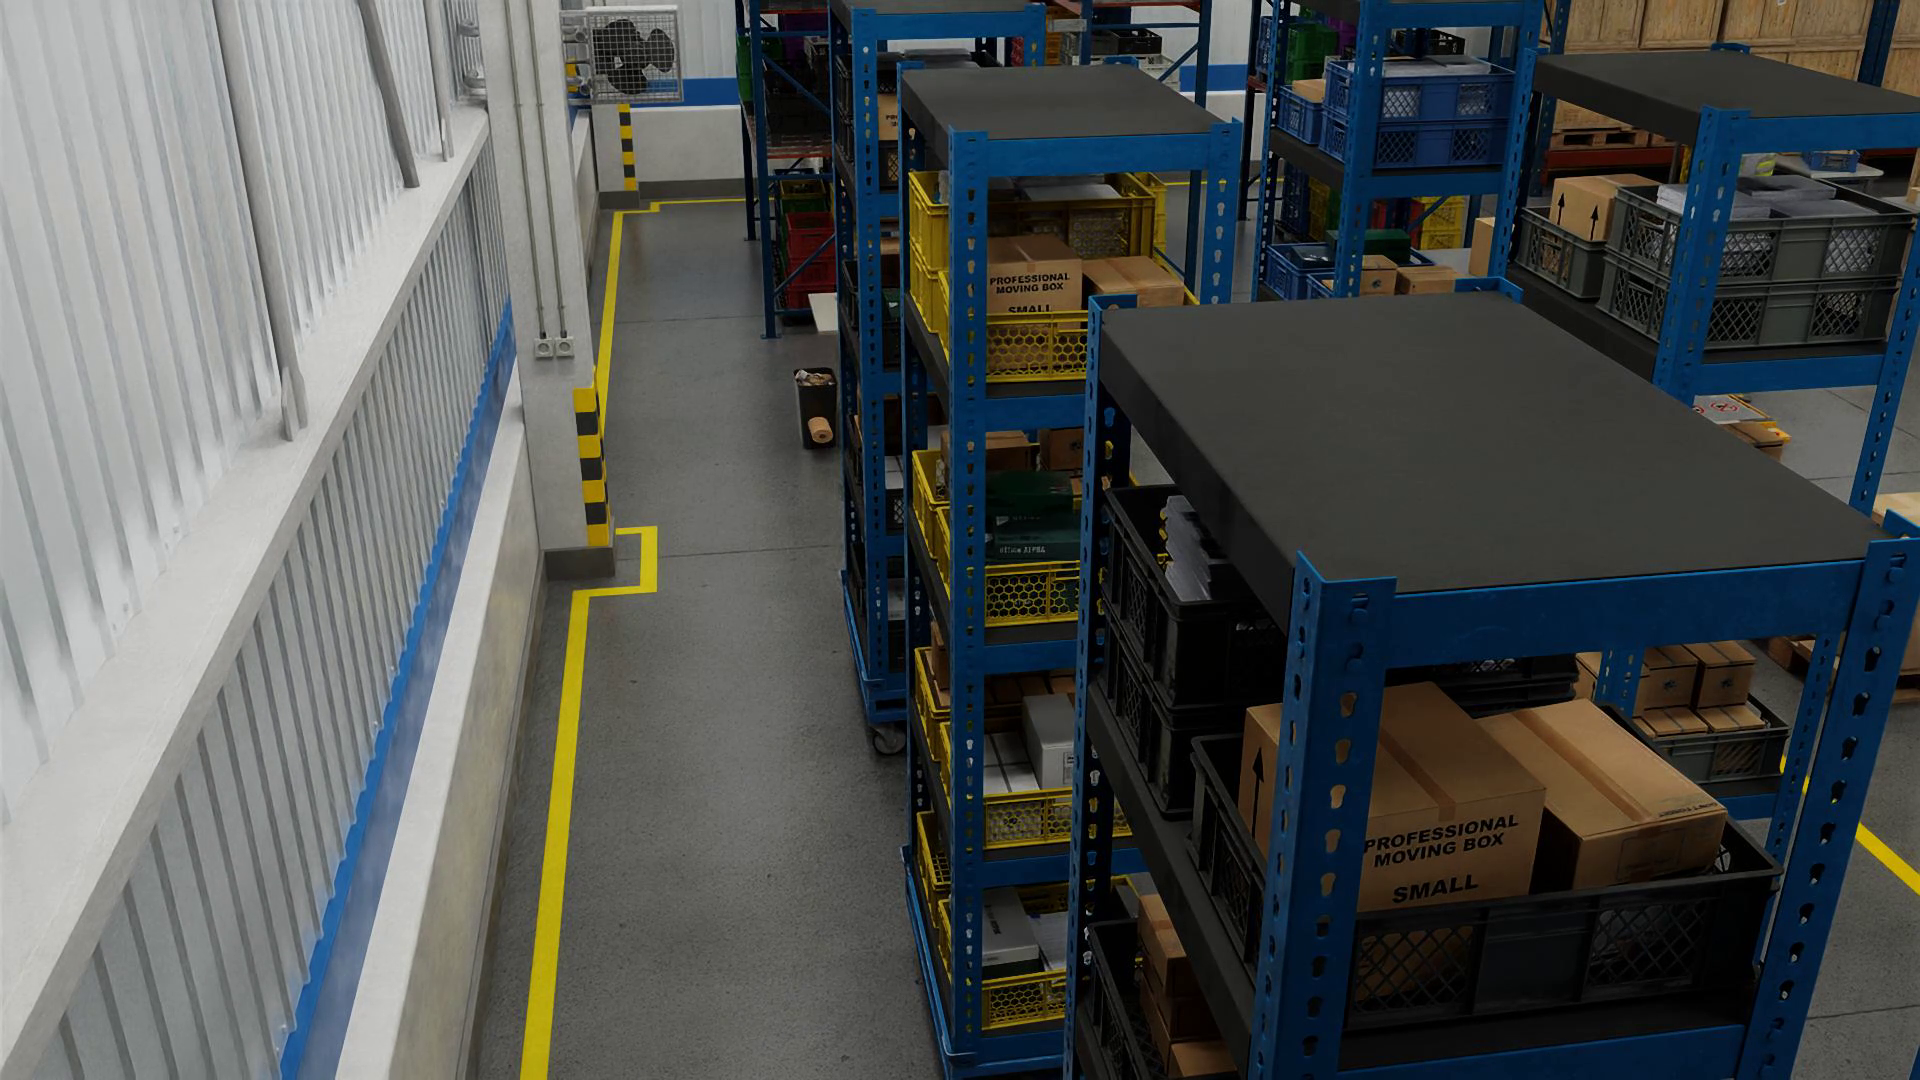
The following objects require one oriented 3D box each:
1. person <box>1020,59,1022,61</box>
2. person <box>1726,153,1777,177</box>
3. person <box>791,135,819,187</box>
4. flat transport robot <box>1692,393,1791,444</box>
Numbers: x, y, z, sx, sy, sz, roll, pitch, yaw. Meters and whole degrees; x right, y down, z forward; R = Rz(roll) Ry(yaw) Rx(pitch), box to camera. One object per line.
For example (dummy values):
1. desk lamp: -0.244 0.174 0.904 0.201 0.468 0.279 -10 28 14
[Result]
1. person: 0.704 -4.423 17.900 0.366 1.939 0.635 -7 26 -15
2. person: 7.515 -3.446 15.892 0.429 1.844 0.624 15 29 30
3. person: -1.740 -4.815 18.812 0.574 1.887 0.355 18 30 33
4. flat transport robot: 5.224 -0.859 12.132 1.431 0.197 0.652 -4 25 -8
